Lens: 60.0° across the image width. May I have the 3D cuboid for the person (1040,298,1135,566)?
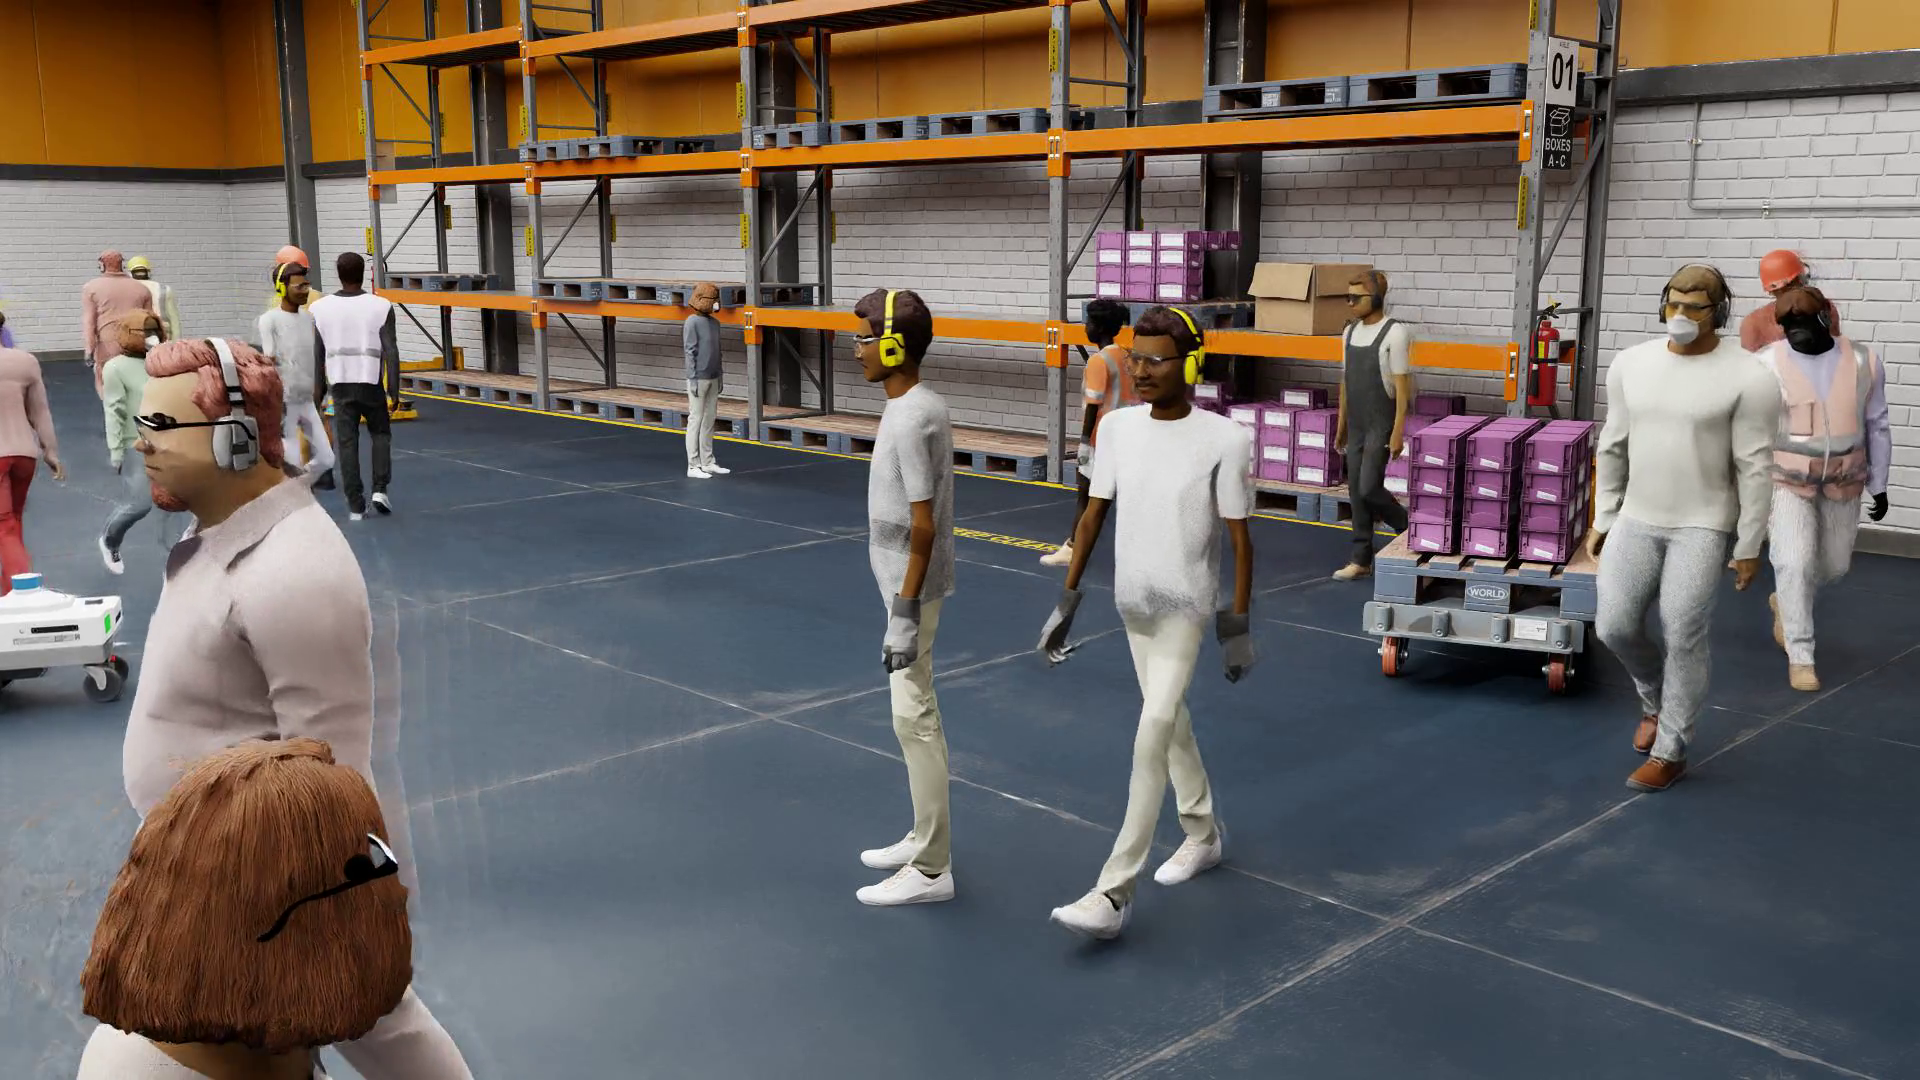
[{"bbox_3d":[0.929,-0.613,9.953,0.872,1.658,0.532,3,11,18],"label":"person"}]

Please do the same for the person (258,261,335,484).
[{"bbox_3d":[-4.361,-0.878,10.848,0.440,1.856,0.535,3,11,18],"label":"person"}]

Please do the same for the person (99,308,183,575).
[{"bbox_3d":[-4.744,-0.540,9.659,0.586,1.615,0.502,5,12,26],"label":"person"}]

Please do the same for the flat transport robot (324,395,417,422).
[{"bbox_3d":[-6.680,-1.479,18.439,1.431,0.197,0.652,10,14,43],"label":"flat transport robot"}]

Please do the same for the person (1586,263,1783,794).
[{"bbox_3d":[2.616,-0.037,6.060,0.482,1.925,0.650,-9,14,-41],"label":"person"}]

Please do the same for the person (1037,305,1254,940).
[{"bbox_3d":[0.553,0.231,4.904,0.537,1.817,0.993,9,14,42],"label":"person"}]

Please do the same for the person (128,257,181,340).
[{"bbox_3d":[-8.834,-2.176,18.098,0.609,1.781,0.833,-7,12,-32],"label":"person"}]

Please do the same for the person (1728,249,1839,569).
[{"bbox_3d":[5.030,-0.762,9.996,0.757,1.947,0.387,-2,11,-8],"label":"person"}]

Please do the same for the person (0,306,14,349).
[{"bbox_3d":[-8.160,-1.457,13.629,0.804,1.990,0.692,7,13,35],"label":"person"}]

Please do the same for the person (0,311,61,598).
[{"bbox_3d":[-5.068,-0.425,8.681,0.737,1.739,0.559,5,12,27],"label":"person"}]

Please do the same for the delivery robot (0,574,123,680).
[{"bbox_3d":[-4.036,0.389,7.220,0.707,0.478,0.477,-4,11,-19],"label":"delivery robot"}]

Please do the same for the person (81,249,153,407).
[{"bbox_3d":[-8.132,-1.851,16.078,0.442,1.885,0.720,9,14,41],"label":"person"}]

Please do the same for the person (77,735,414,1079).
[{"bbox_3d":[-0.651,0.963,1.486,0.503,1.602,0.815,7,13,34],"label":"person"}]

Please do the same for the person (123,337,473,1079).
[{"bbox_3d":[-1.244,0.564,2.996,1.010,1.859,0.644,-6,12,-28],"label":"person"}]

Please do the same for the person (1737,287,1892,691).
[{"bbox_3d":[3.862,-0.260,7.635,0.642,1.801,0.769,2,11,9],"label":"person"}]

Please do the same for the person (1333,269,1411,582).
[{"bbox_3d":[2.432,-0.653,9.675,0.498,1.831,0.530,-5,11,-24],"label":"person"}]

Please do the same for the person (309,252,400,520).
[{"bbox_3d":[-4.321,-1.098,11.915,0.607,1.900,0.478,-3,11,-14],"label":"person"}]

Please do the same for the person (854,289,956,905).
[{"bbox_3d":[-0.168,0.179,5.048,0.311,1.865,0.532,0,10,1],"label":"person"}]

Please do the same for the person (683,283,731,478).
[{"bbox_3d":[-2.137,-1.336,13.967,0.277,1.628,0.500,5,11,23],"label":"person"}]

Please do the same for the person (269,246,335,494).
[{"bbox_3d":[-5.181,-1.326,13.056,0.355,1.939,0.543,5,11,24],"label":"person"}]
